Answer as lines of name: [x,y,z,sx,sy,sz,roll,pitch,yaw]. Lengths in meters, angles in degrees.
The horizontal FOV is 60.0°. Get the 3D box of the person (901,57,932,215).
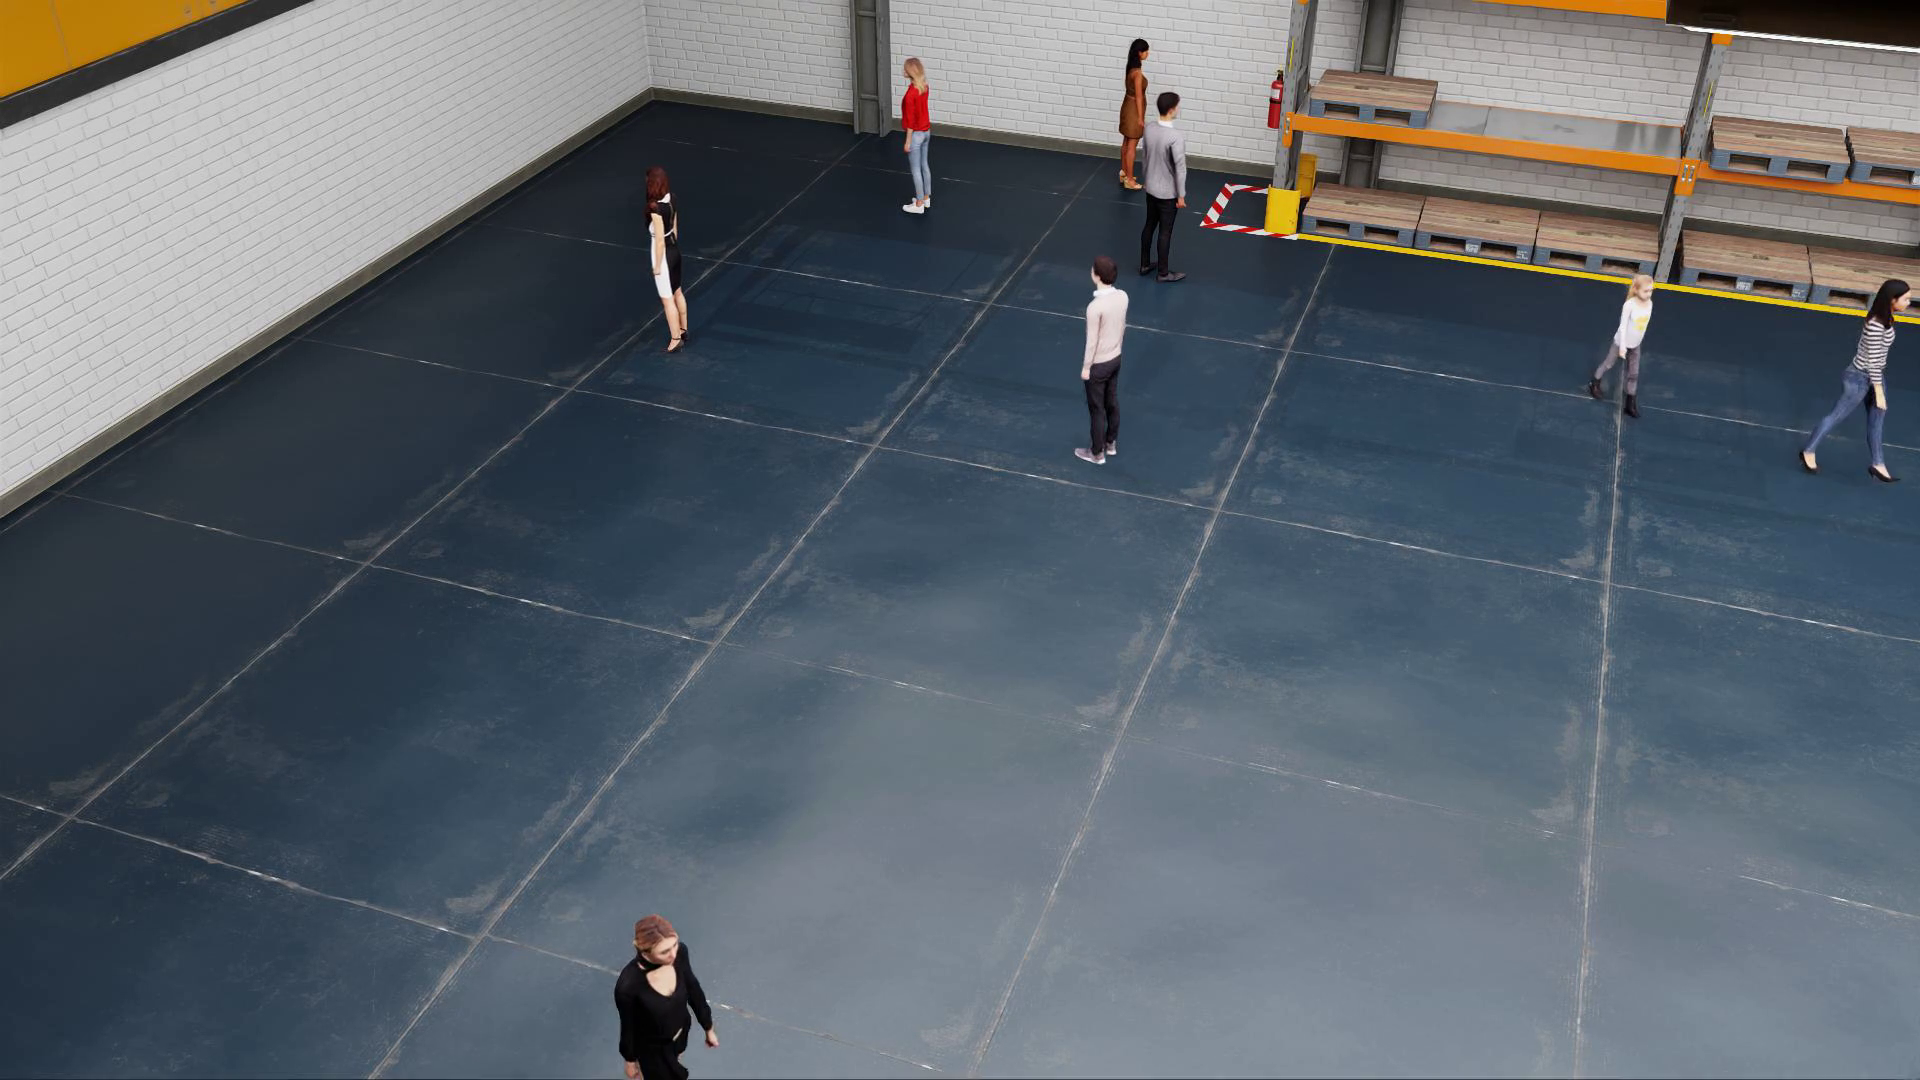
person: [-0.472,-4.427,18.206,0.515,1.704,0.634,14,36,20]

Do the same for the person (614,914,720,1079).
person: [-1.456,2.395,7.940,1.216,1.708,0.834,23,40,30]

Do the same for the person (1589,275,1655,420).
person: [5.799,-1.748,14.583,0.900,1.254,0.863,-8,35,-12]

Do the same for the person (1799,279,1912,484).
person: [7.174,-1.266,13.401,1.079,1.759,0.818,24,40,31]

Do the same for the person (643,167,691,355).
person: [-2.709,-2.577,15.341,0.510,1.796,0.607,8,34,12]

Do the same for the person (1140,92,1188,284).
person: [2.021,-3.538,16.673,0.896,1.921,0.785,-21,39,-28]

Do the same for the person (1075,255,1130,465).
person: [1.170,-1.486,13.688,0.670,1.807,0.698,27,42,35]

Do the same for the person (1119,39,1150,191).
person: [1.962,-4.823,18.820,0.649,1.685,0.641,-4,34,-6]
